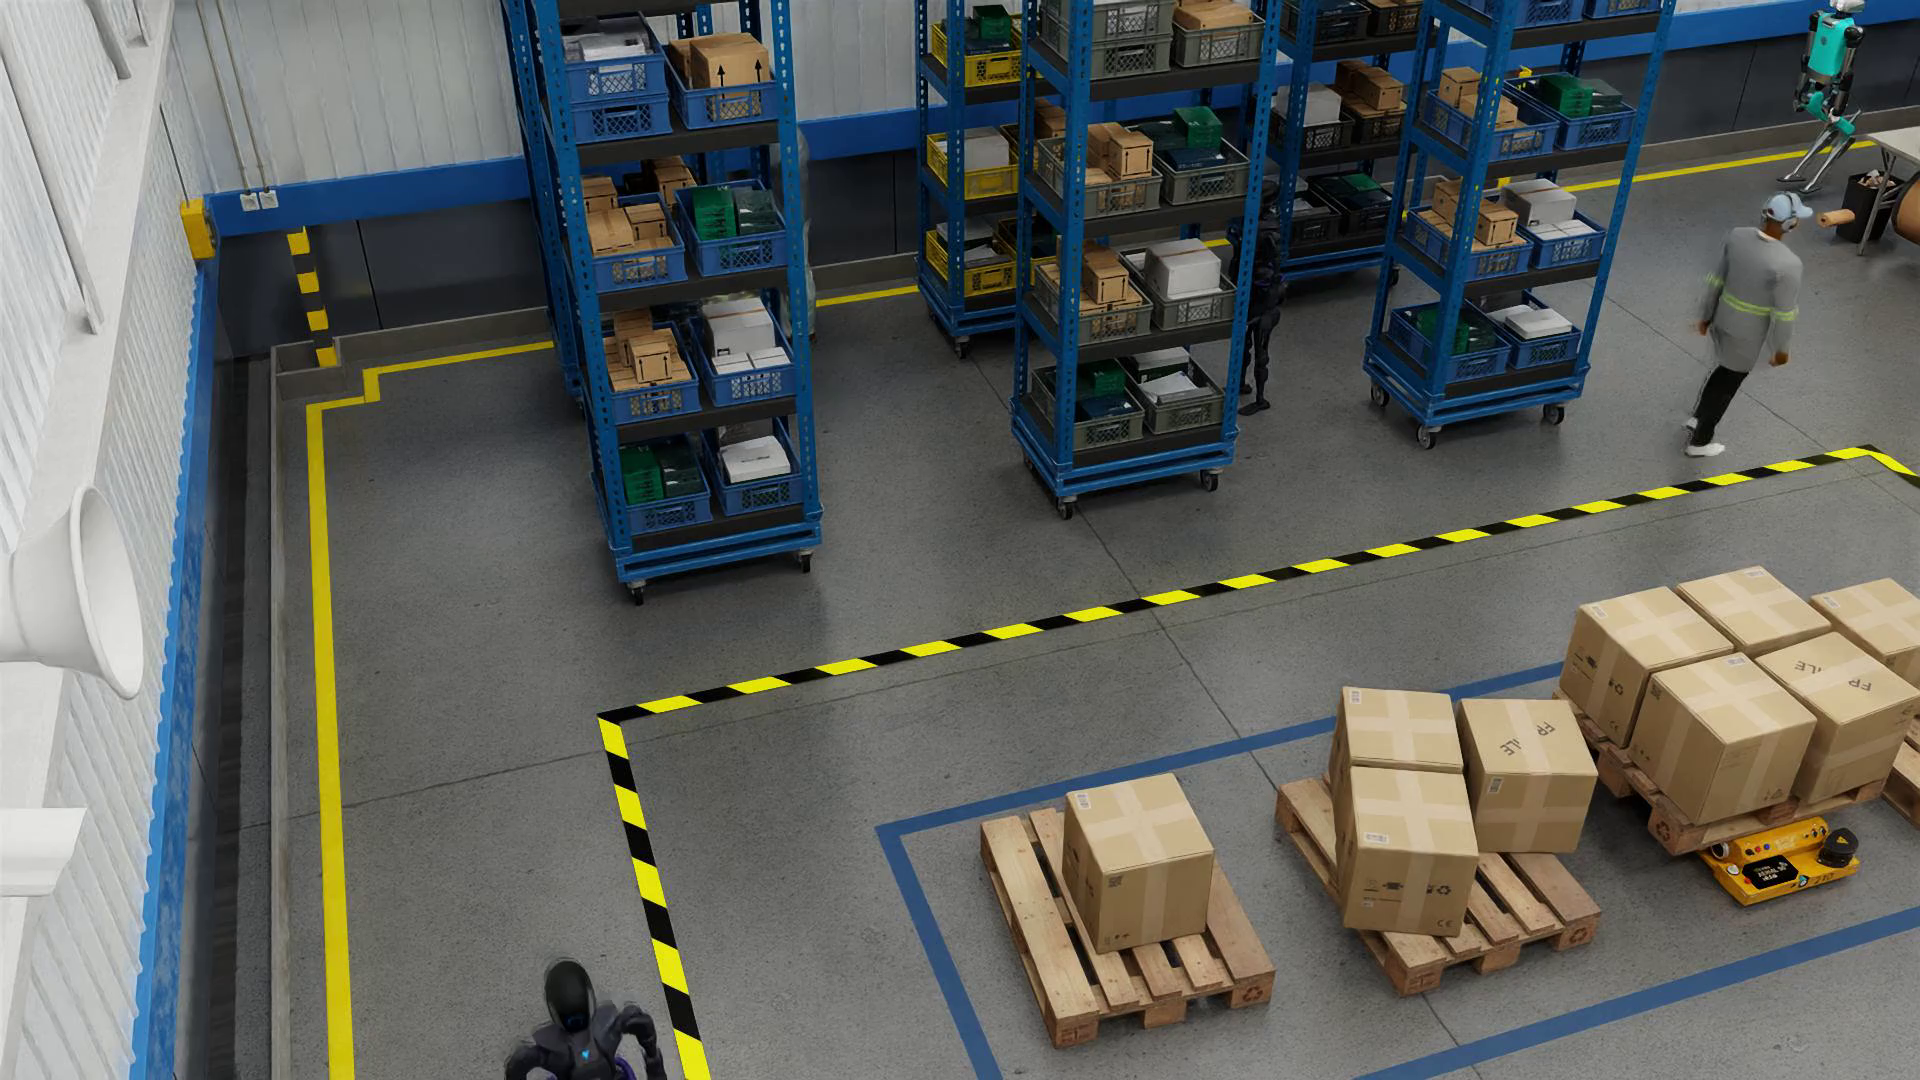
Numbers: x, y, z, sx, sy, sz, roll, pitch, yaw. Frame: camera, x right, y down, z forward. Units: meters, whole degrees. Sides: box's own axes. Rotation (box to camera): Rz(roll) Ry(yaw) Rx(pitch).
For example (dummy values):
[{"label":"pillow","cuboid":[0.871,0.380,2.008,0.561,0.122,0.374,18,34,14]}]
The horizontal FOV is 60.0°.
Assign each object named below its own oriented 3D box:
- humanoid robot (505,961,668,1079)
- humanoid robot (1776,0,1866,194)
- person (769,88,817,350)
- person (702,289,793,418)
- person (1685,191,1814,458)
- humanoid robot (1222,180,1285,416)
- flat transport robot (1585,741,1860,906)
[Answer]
[{"label":"humanoid robot","cuboid":[-1.328,2.050,5.958,0.585,1.638,0.699,-17,39,-23]},{"label":"humanoid robot","cuboid":[7.404,-3.771,14.011,0.735,1.677,0.533,-11,37,-15]},{"label":"person","cuboid":[-1.233,-2.291,11.857,0.373,1.939,0.628,-11,37,-15]},{"label":"person","cuboid":[-1.293,-1.412,10.729,0.904,1.803,0.629,-24,42,-30]},{"label":"person","cuboid":[5.032,-1.356,10.623,0.548,1.837,0.604,-11,37,-15]},{"label":"humanoid robot","cuboid":[1.976,-1.626,11.129,0.315,1.654,0.599,-11,37,-15]},{"label":"flat transport robot","cuboid":[3.738,1.188,8.347,0.652,0.197,1.431,-11,37,-15]}]
